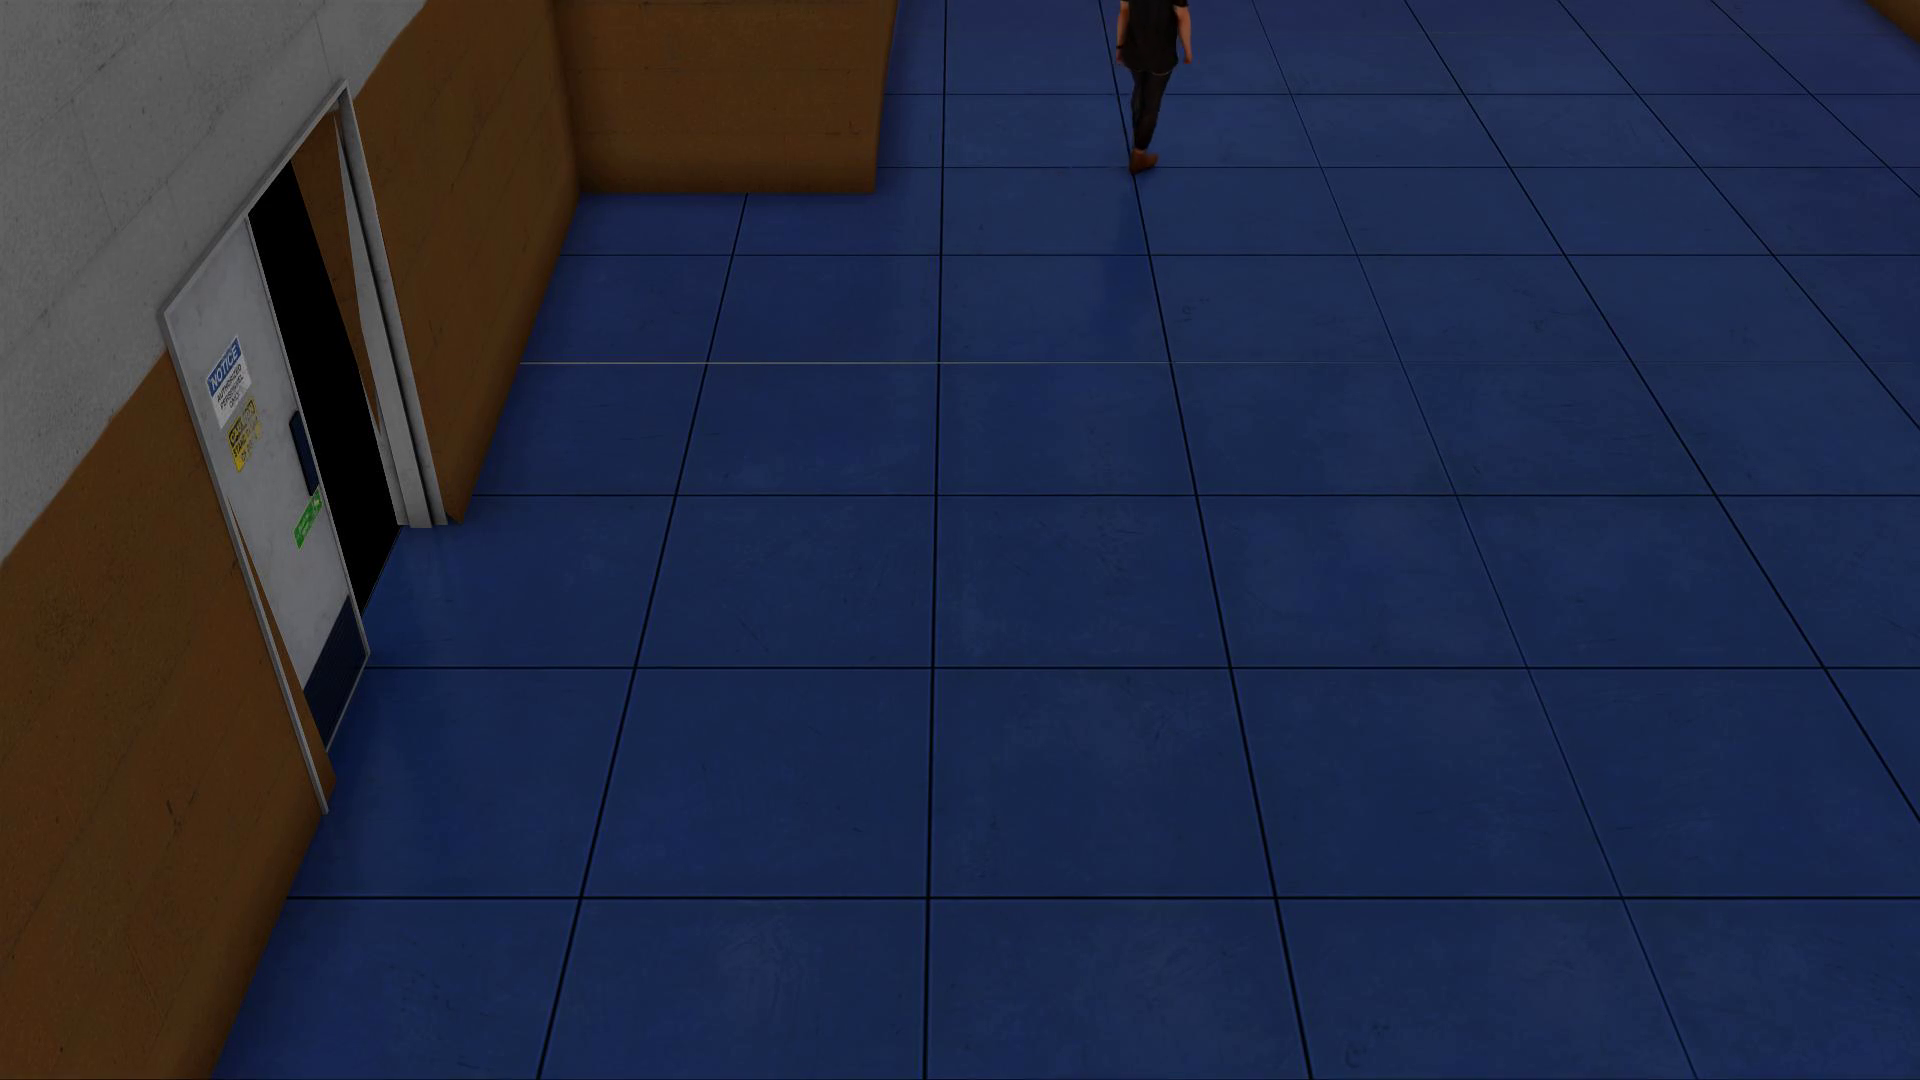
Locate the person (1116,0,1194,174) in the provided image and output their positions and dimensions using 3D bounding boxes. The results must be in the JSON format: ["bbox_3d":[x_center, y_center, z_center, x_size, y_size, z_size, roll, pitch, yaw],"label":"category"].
[{"bbox_3d":[1.246,-3.301,11.195,0.854,1.697,0.905,27,44,31],"label":"person"}]
